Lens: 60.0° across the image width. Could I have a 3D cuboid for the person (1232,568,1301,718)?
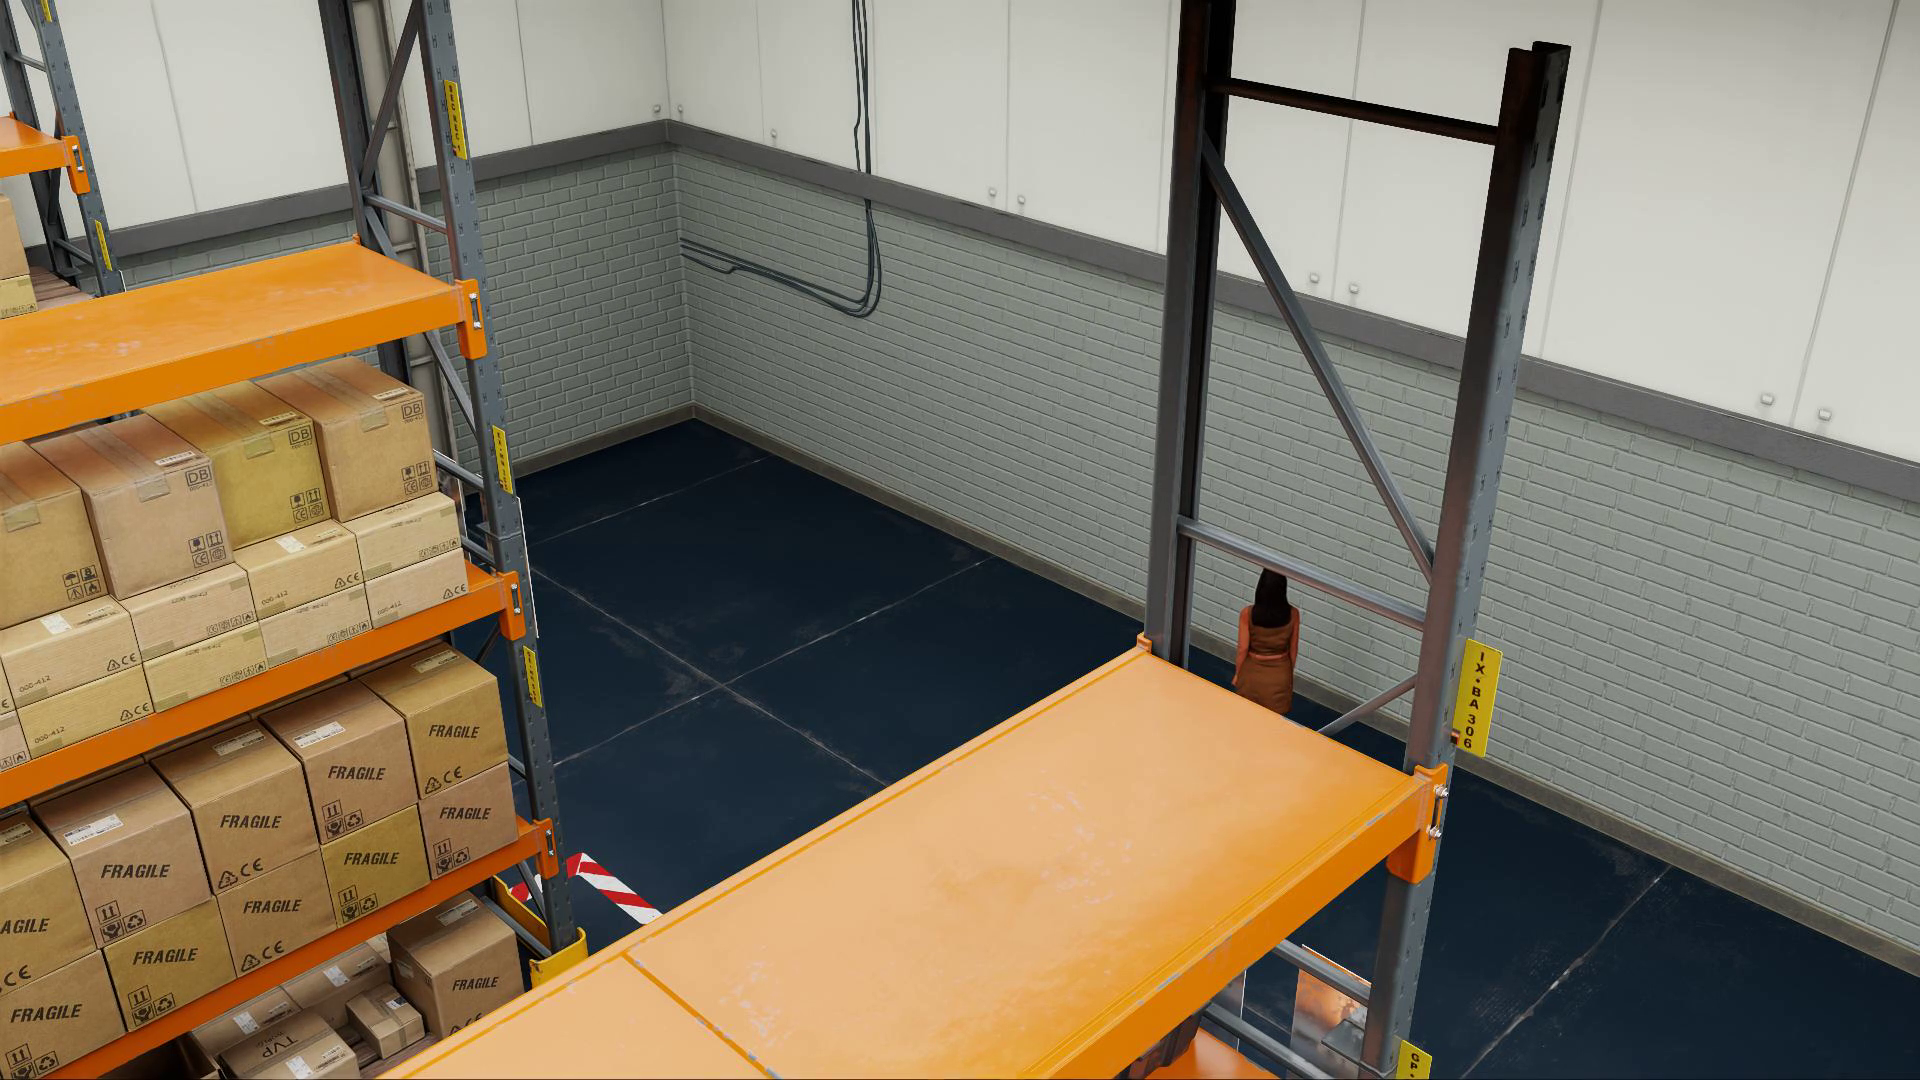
[{"bbox_3d":[2.020,0.919,11.015,0.633,1.690,0.701,-1,27,-2],"label":"person"}]
